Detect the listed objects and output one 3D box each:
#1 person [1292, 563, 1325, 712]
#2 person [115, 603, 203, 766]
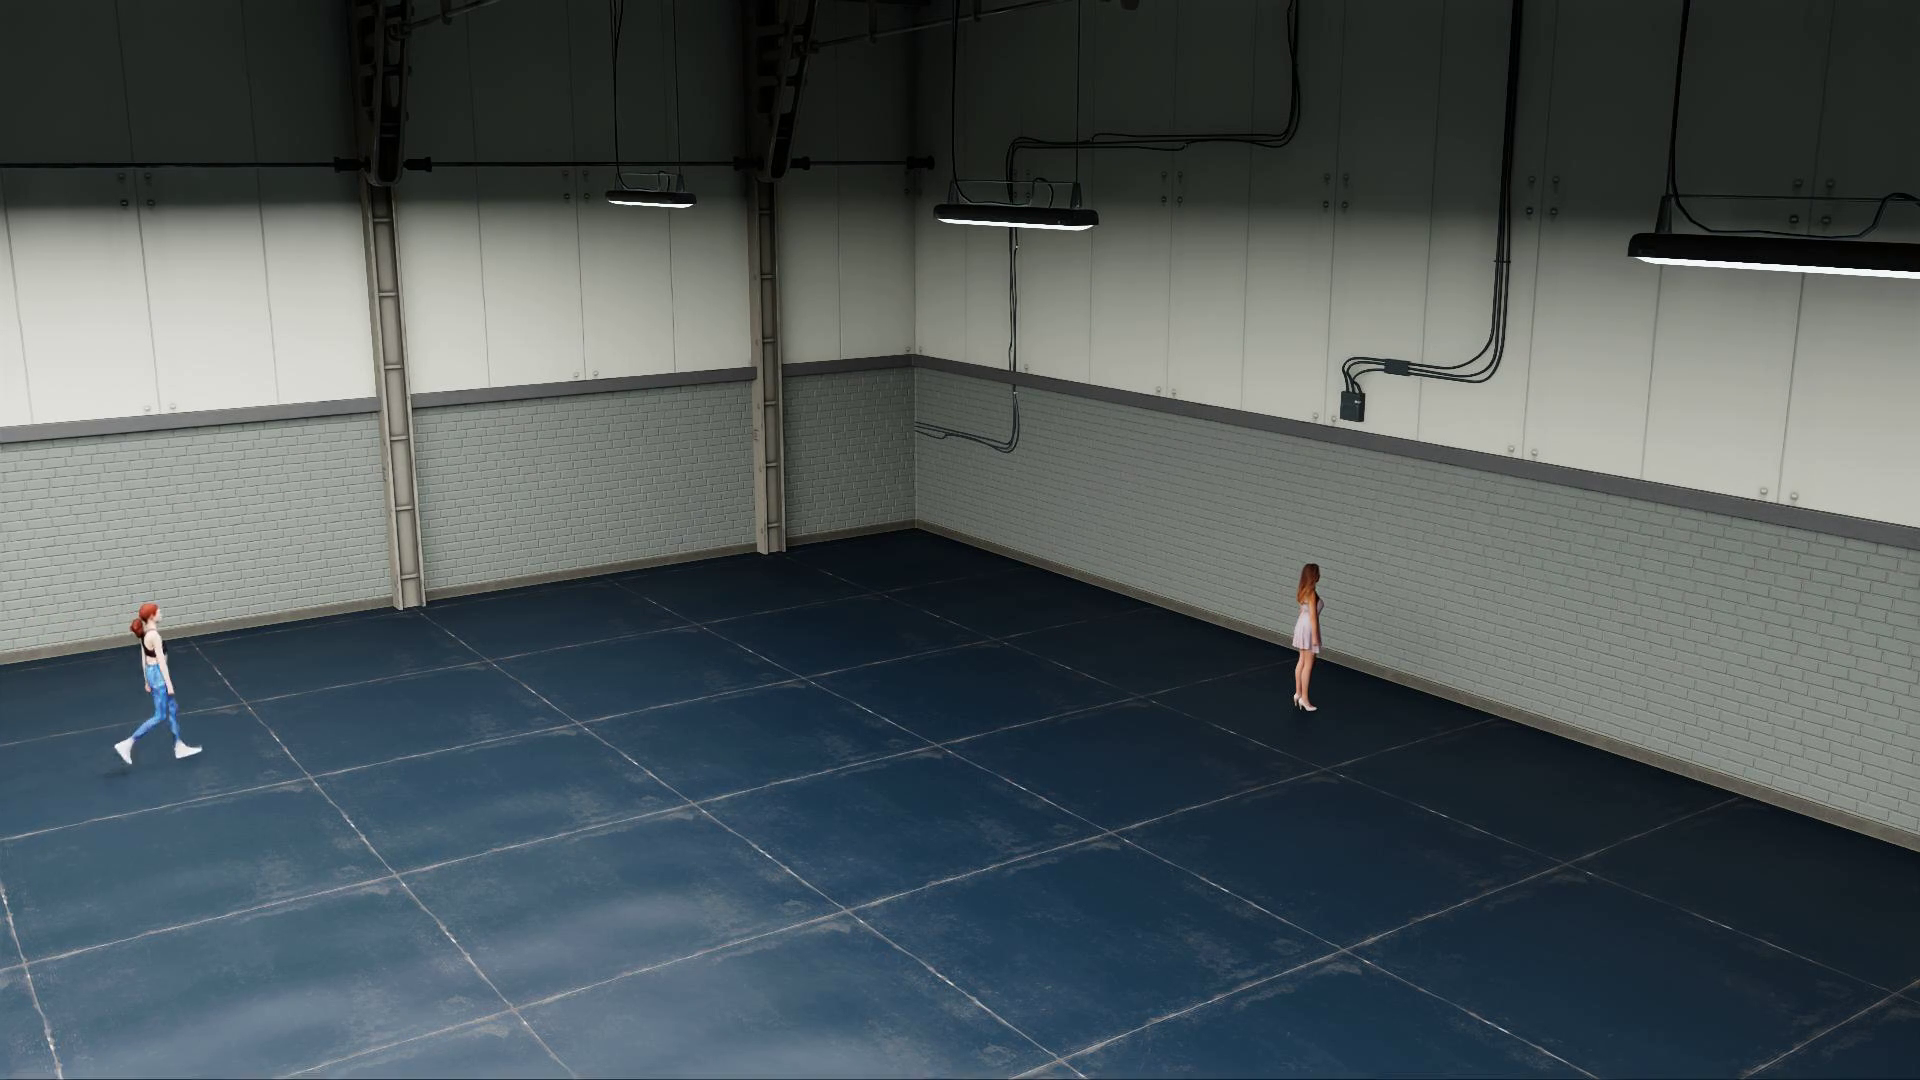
[{"bbox_3d":[4.110,1.135,19.654,0.707,1.770,0.667,-2,13,-7],"label":"person"},{"bbox_3d":[-8.653,1.571,17.784,1.115,1.764,0.639,-12,17,-41],"label":"person"}]
